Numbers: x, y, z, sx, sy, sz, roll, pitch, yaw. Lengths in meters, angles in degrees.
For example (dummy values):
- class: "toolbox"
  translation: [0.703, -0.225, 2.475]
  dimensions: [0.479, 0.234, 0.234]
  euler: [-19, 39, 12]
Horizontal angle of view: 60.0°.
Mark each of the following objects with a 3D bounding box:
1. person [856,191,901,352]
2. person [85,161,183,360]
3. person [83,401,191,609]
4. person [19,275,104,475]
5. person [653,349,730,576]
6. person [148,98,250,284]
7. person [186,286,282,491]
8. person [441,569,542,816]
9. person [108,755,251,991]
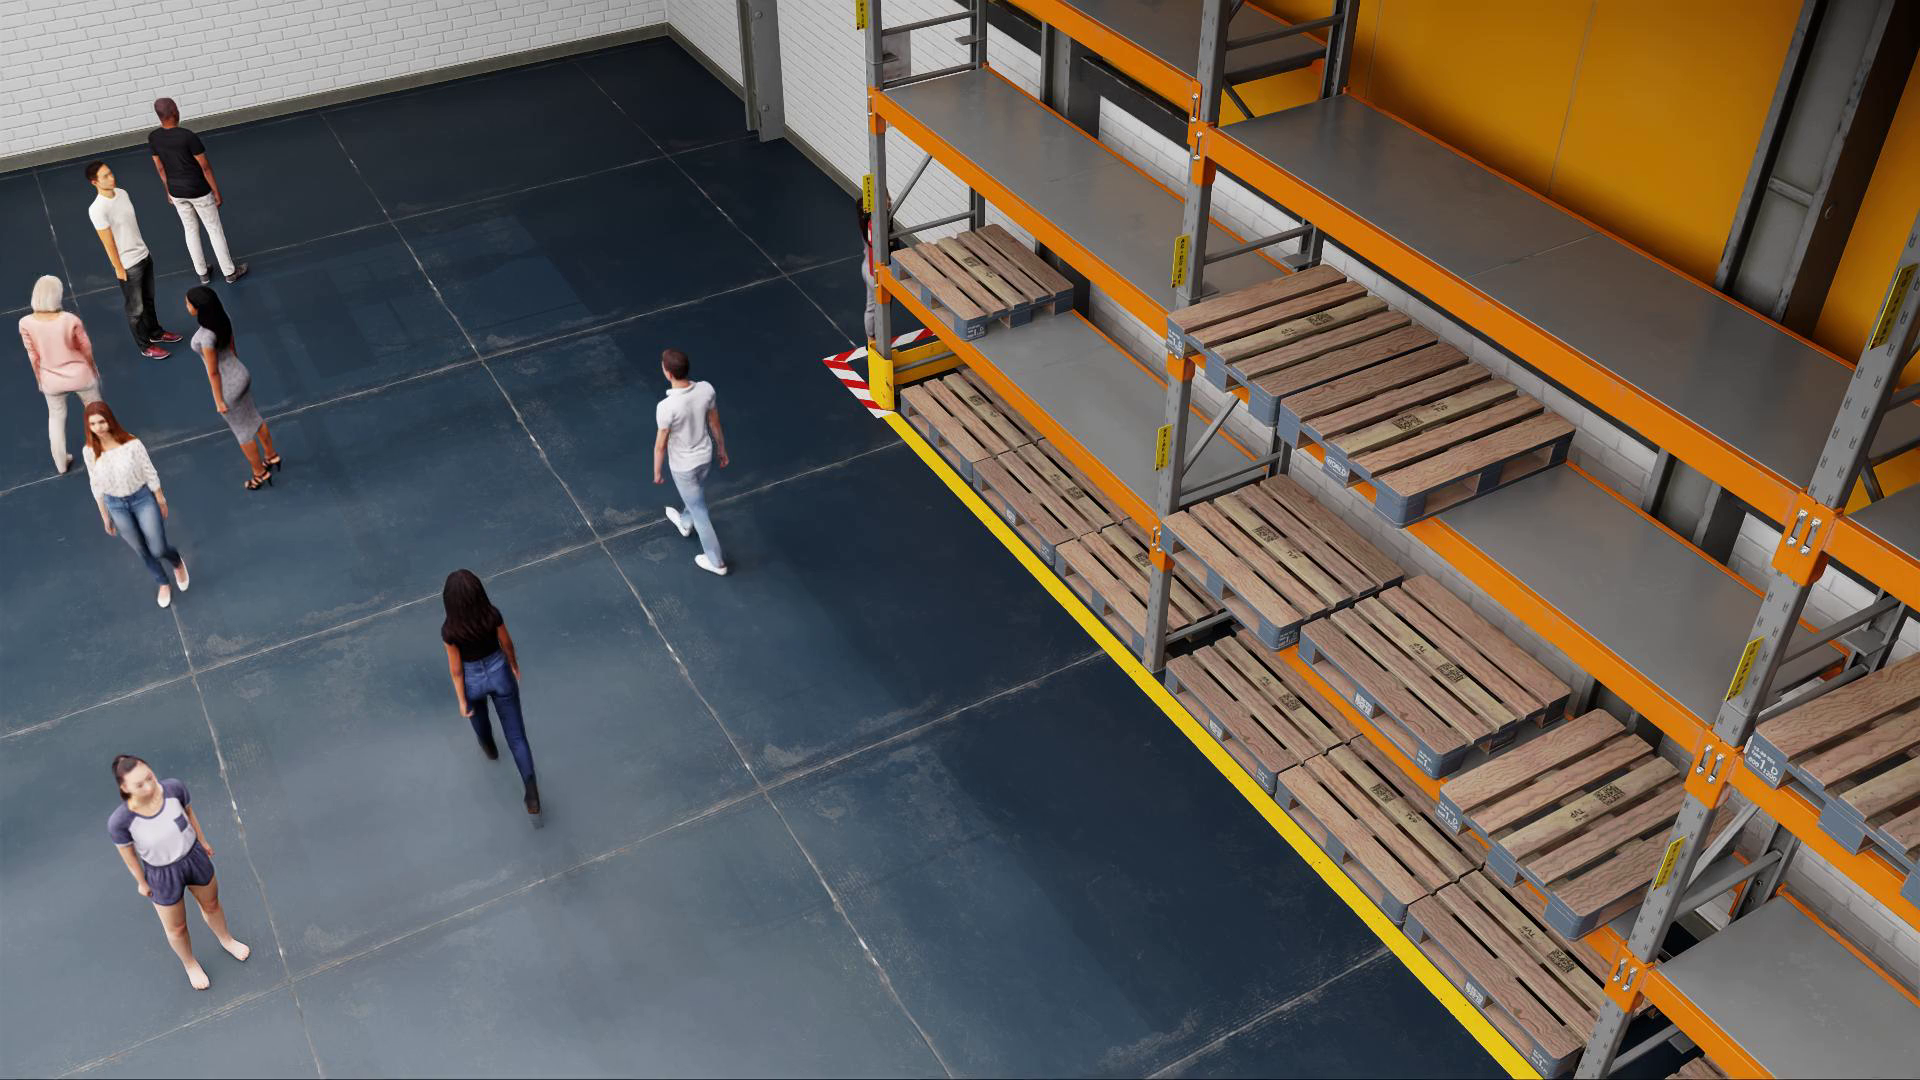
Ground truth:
- class: "person"
  translation: [-0.707, -2.279, 14.338]
  dimensions: [0.692, 1.678, 0.544]
  euler: [-16, 41, -19]
- class: "person"
  translation: [-7.232, -2.450, 14.452]
  dimensions: [0.784, 1.804, 0.674]
  euler: [2, 39, 3]
- class: "person"
  translation: [-5.868, -0.296, 11.823]
  dimensions: [0.682, 1.719, 0.735]
  euler: [-6, 39, -8]
- class: "person"
  translation: [-6.975, -1.278, 13.072]
  dimensions: [0.746, 1.693, 0.618]
  euler: [-22, 44, -25]
- class: "person"
  translation: [-1.882, -0.521, 12.021]
  dimensions: [1.148, 1.823, 0.921]
  euler: [28, 46, 30]
- class: "person"
  translation: [-7.130, -3.222, 15.419]
  dimensions: [0.765, 1.802, 0.788]
  euler: [2, 39, 3]
- class: "person"
  translation: [-5.622, -1.179, 12.881]
  dimensions: [0.719, 1.778, 0.622]
  euler: [2, 39, 3]
- class: "person"
  translation: [-2.871, 0.964, 10.265]
  dimensions: [0.594, 1.695, 1.174]
  euler: [-20, 43, -24]
- class: "person"
  translation: [-4.366, 1.821, 9.229]
  dimensions: [0.664, 1.648, 0.670]
  euler: [26, 45, 28]
